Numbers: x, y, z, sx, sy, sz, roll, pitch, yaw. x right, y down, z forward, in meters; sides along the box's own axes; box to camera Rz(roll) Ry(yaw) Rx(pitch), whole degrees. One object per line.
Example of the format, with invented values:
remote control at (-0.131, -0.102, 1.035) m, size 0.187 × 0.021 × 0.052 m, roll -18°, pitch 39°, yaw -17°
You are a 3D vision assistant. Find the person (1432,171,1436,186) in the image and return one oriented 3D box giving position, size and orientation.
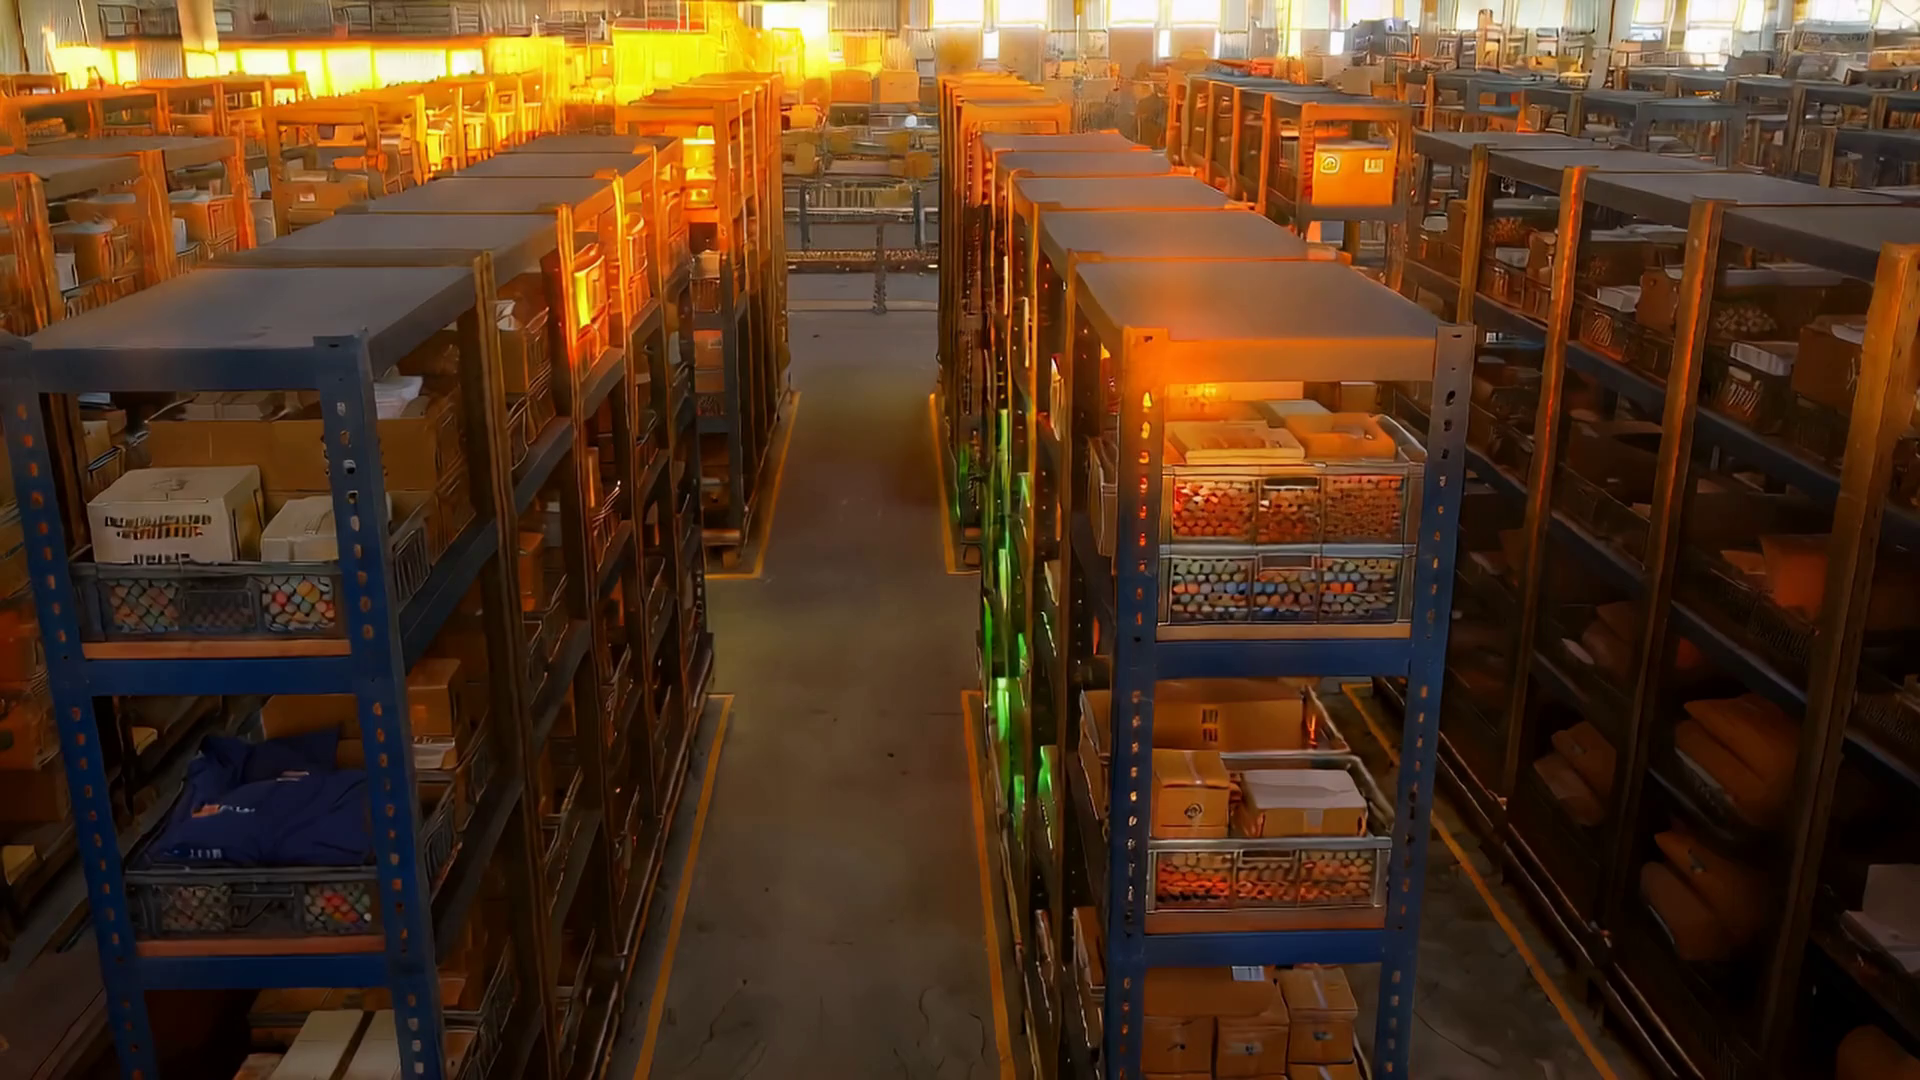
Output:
person at (7.354, -5.020, 26.584) m, size 0.769 × 1.777 × 0.601 m, roll -12°, pitch 21°, yaw -32°

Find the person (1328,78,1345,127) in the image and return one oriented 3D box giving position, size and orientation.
person at (11.843, -13.555, 52.577) m, size 0.631 × 2.023 × 0.426 m, roll 0°, pitch 18°, yaw 1°

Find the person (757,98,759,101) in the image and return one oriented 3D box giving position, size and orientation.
person at (-6.400, -13.649, 53.009) m, size 0.357 × 1.938 × 0.545 m, roll 1°, pitch 18°, yaw 3°

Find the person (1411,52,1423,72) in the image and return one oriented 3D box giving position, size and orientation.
person at (23.014, -23.574, 83.722) m, size 0.603 × 1.938 × 0.401 m, roll 16°, pitch 24°, yaw 40°

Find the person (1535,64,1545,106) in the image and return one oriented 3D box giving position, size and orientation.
person at (24.096, -18.866, 69.290) m, size 0.531 × 1.859 × 0.332 m, roll -9°, pitch 20°, yaw -26°

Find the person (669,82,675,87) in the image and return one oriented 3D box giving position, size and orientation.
person at (-9.692, -14.570, 56.174) m, size 0.313 × 1.741 × 0.487 m, roll -2°, pitch 18°, yaw -5°

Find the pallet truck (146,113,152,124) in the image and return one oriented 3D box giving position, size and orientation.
pallet truck at (-18.087, -8.309, 36.390) m, size 1.885 × 1.965 × 0.823 m, roll -1°, pitch 18°, yaw -4°

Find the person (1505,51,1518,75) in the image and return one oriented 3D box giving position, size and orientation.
person at (28.323, -24.126, 85.466) m, size 0.596 × 1.910 × 0.510 m, roll 11°, pitch 21°, yaw 30°

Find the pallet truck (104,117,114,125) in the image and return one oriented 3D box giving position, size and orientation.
pallet truck at (-18.367, -7.885, 35.078) m, size 1.885 × 1.965 × 0.823 m, roll 1°, pitch 18°, yaw 2°

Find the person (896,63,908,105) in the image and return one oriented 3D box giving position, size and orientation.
person at (-2.352, -18.521, 68.085) m, size 0.547 × 1.939 × 0.376 m, roll -9°, pitch 20°, yaw -27°

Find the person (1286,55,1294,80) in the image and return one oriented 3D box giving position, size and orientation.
person at (16.013, -22.542, 80.618) m, size 0.349 × 1.882 × 0.584 m, roll -6°, pitch 19°, yaw -17°

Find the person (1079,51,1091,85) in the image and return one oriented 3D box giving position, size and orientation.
person at (6.708, -25.582, 90.142) m, size 0.911 × 1.827 × 0.516 m, roll 5°, pitch 19°, yaw 15°

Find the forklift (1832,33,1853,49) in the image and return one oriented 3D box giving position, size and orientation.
forklift at (46.103, -25.165, 87.138) m, size 1.129 × 2.768 × 1.873 m, roll -6°, pitch 19°, yaw -17°

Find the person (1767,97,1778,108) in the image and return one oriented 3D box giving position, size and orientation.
person at (28.311, -15.241, 57.935) m, size 0.628 × 1.940 × 0.373 m, roll -13°, pitch 22°, yaw -36°

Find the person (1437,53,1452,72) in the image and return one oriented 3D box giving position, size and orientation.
person at (23.115, -22.130, 79.088) m, size 0.708 × 2.000 × 0.974 m, roll 17°, pitch 24°, yaw 42°

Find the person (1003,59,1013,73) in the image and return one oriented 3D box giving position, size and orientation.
person at (2.223, -20.706, 74.948) m, size 0.966 × 1.868 × 0.618 m, roll -16°, pitch 24°, yaw -40°

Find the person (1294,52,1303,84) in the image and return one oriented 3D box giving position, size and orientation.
person at (17.045, -23.570, 83.742) m, size 0.583 × 1.921 × 0.390 m, roll -10°, pitch 21°, yaw -29°

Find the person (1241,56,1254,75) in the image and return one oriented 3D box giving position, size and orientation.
person at (13.567, -21.971, 78.801) m, size 0.633 × 1.920 × 0.705 m, roll 9°, pitch 20°, yaw 26°

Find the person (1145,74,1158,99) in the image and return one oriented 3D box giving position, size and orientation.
person at (6.469, -14.731, 56.266) m, size 0.396 × 1.993 × 0.618 m, roll -5°, pitch 19°, yaw -14°

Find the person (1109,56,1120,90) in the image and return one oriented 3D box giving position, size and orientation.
person at (7.312, -21.912, 78.666) m, size 0.573 × 1.883 × 0.354 m, roll -5°, pitch 19°, yaw -16°

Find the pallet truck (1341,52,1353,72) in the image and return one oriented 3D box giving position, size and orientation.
pallet truck at (18.794, -23.123, 82.231) m, size 0.823 × 1.965 × 1.885 m, roll -13°, pitch 22°, yaw -35°

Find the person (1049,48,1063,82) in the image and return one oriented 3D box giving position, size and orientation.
person at (5.480, -26.580, 93.172) m, size 1.043 × 1.860 × 0.601 m, roll 2°, pitch 18°, yaw 6°

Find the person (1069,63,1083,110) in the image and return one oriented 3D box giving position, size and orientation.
person at (4.781, -18.845, 69.114) m, size 0.581 × 1.918 × 0.605 m, roll -9°, pitch 20°, yaw -25°

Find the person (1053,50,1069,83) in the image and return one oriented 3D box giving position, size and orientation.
person at (5.606, -26.333, 92.476) m, size 0.925 × 1.793 × 0.627 m, roll 1°, pitch 18°, yaw 2°

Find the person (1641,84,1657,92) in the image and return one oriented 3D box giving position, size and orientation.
person at (26.756, -17.388, 64.625) m, size 0.707 × 1.907 × 0.639 m, roll -4°, pitch 18°, yaw -11°

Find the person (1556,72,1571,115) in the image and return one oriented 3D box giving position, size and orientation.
person at (23.907, -17.661, 65.849) m, size 0.552 × 1.668 × 0.686 m, roll 15°, pitch 23°, yaw 39°
